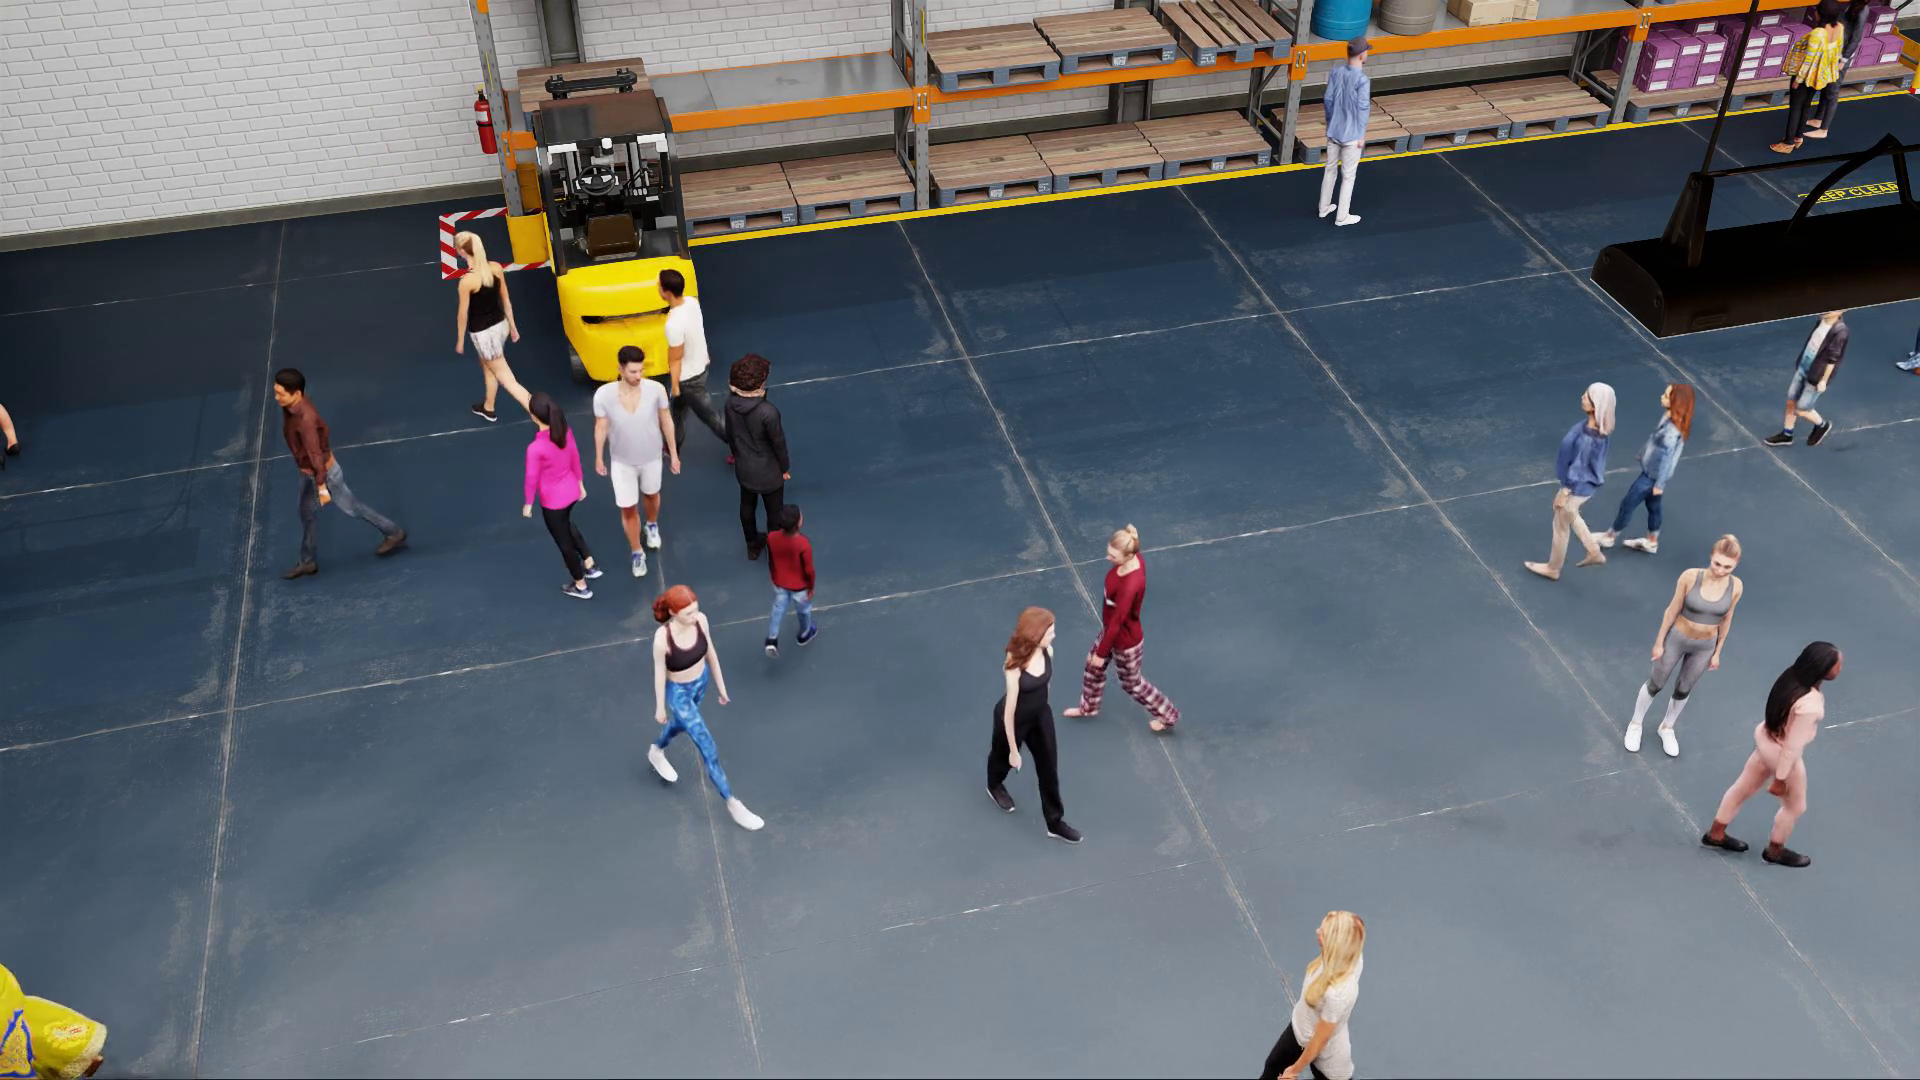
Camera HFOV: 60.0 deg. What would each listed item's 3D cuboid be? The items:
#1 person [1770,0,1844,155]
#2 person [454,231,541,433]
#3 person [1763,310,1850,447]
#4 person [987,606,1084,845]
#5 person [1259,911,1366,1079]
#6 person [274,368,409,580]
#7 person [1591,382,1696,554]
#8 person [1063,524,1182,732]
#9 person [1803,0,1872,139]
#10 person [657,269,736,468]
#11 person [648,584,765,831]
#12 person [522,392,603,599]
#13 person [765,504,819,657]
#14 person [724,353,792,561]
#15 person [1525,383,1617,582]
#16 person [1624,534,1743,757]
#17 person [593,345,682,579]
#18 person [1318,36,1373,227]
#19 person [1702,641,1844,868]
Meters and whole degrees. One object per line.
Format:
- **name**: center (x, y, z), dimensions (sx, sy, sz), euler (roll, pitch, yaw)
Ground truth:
- **person**: center (8.971, -4.902, 17.573), dimensions (0.833, 1.653, 0.908), euler (-28, 46, -30)
- **person**: center (-3.684, -1.611, 13.331), dimensions (1.226, 1.805, 1.160), euler (19, 42, 22)
- **person**: center (6.887, -1.350, 13.297), dimensions (0.737, 1.438, 0.606), euler (-4, 39, -5)
- **person**: center (0.301, 1.043, 10.091), dimensions (1.054, 1.701, 0.973), euler (-28, 46, -30)
- **person**: center (1.887, 2.507, 8.194), dimensions (1.264, 1.780, 0.901), euler (4, 39, 5)
- **person**: center (-4.509, -0.499, 11.998), dimensions (1.259, 1.730, 0.941), euler (-24, 45, -27)
- **person**: center (5.187, -0.492, 12.202), dimensions (0.899, 1.464, 0.817), euler (14, 41, 17)
- **person**: center (1.122, 0.606, 10.658), dimensions (1.046, 1.675, 0.754), euler (-1, 39, -1)
- **person**: center (9.470, -5.218, 17.878), dimensions (0.661, 1.767, 0.684), euler (6, 39, 7)
- **person**: center (-2.005, -1.284, 12.969), dimensions (1.262, 1.755, 0.972), euler (5, 39, 6)
- **person**: center (-1.722, 0.938, 10.208), dimensions (1.164, 1.728, 1.204), euler (26, 45, 29)
- **person**: center (-2.750, -0.272, 11.757), dimensions (0.782, 1.687, 0.732), euler (15, 41, 18)
- **person**: center (-1.180, 0.301, 11.384), dimensions (0.765, 1.246, 0.787), euler (12, 40, 14)
- **person**: center (-1.455, -0.565, 12.041), dimensions (0.731, 1.780, 0.800), euler (17, 42, 20)
- **person**: center (4.492, -0.356, 11.863), dimensions (0.897, 1.686, 0.844), euler (23, 44, 26)
- **person**: center (4.621, 0.660, 10.566), dimensions (0.589, 1.707, 0.702), euler (7, 39, 8)
- **person**: center (-2.370, -0.679, 12.156), dimensions (0.803, 1.814, 0.818), euler (-10, 40, -12)
- **person**: center (3.768, -3.993, 16.249), dimensions (0.706, 1.885, 0.729), euler (-25, 45, -28)
- **person**: center (4.737, 1.256, 9.819), dimensions (0.960, 1.706, 0.844), euler (7, 39, 8)
